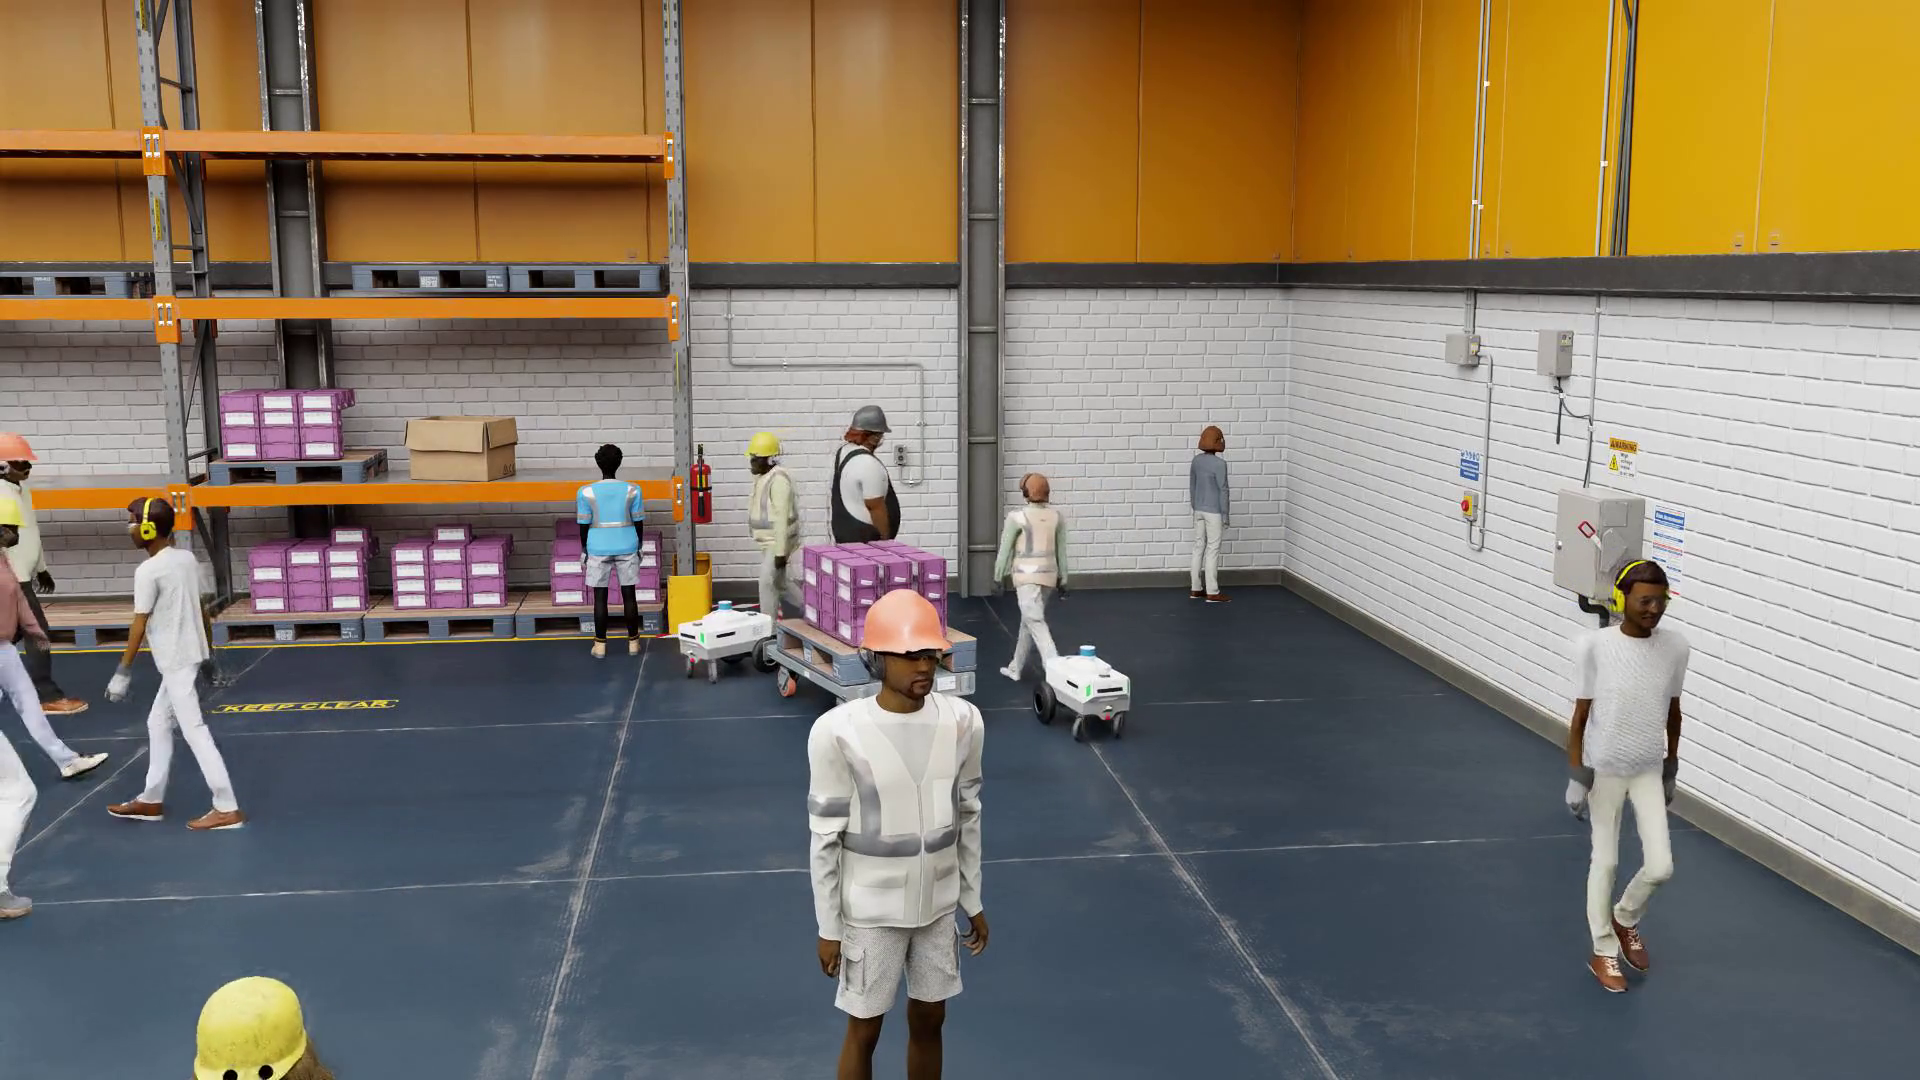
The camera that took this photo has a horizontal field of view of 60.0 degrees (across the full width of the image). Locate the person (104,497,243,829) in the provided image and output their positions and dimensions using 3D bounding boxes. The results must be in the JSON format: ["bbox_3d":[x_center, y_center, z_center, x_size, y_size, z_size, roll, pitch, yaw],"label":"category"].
[{"bbox_3d":[-4.344,0.685,8.993,0.878,1.836,0.518,-1,9,-4],"label":"person"}]

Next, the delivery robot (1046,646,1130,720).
[{"bbox_3d":[0.845,0.946,11.048,0.477,0.478,0.707,-3,10,-21],"label":"delivery robot"}]

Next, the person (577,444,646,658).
[{"bbox_3d":[-2.749,0.088,13.142,0.535,1.697,0.318,-3,10,-19],"label":"person"}]

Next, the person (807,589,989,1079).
[{"bbox_3d":[-0.181,1.164,5.333,0.609,2.048,0.367,-5,10,-28],"label":"person"}]

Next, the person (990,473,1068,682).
[{"bbox_3d":[0.559,0.311,12.053,0.549,1.598,0.861,-7,11,-37],"label":"person"}]

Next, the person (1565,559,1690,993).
[{"bbox_3d":[2.804,0.994,7.009,0.509,1.855,0.386,0,9,2],"label":"person"}]

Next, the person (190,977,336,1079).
[{"bbox_3d":[-1.349,1.677,3.190,0.505,1.711,0.809,-1,9,-7],"label":"person"}]

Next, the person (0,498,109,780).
[{"bbox_3d":[-5.590,0.611,9.850,0.890,1.712,0.516,-4,10,-25],"label":"person"}]

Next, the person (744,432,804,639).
[{"bbox_3d":[-1.414,-0.003,13.458,0.736,1.785,0.666,-4,10,-23],"label":"person"}]

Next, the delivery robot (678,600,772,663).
[{"bbox_3d":[-1.774,0.702,12.572,0.477,0.478,0.707,9,13,44],"label":"delivery robot"}]

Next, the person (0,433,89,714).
[{"bbox_3d":[-6.554,0.244,11.365,0.908,1.964,0.613,-2,9,-14],"label":"person"}]

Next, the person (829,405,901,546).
[{"bbox_3d":[-0.725,-0.061,13.004,0.542,2.000,0.693,-4,10,-23],"label":"person"}]

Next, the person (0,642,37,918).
[{"bbox_3d":[-4.592,0.873,7.724,0.592,1.866,0.510,6,11,31],"label":"person"}]

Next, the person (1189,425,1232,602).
[{"bbox_3d":[2.320,-0.244,15.399,0.272,1.635,0.507,-5,10,-29],"label":"person"}]
